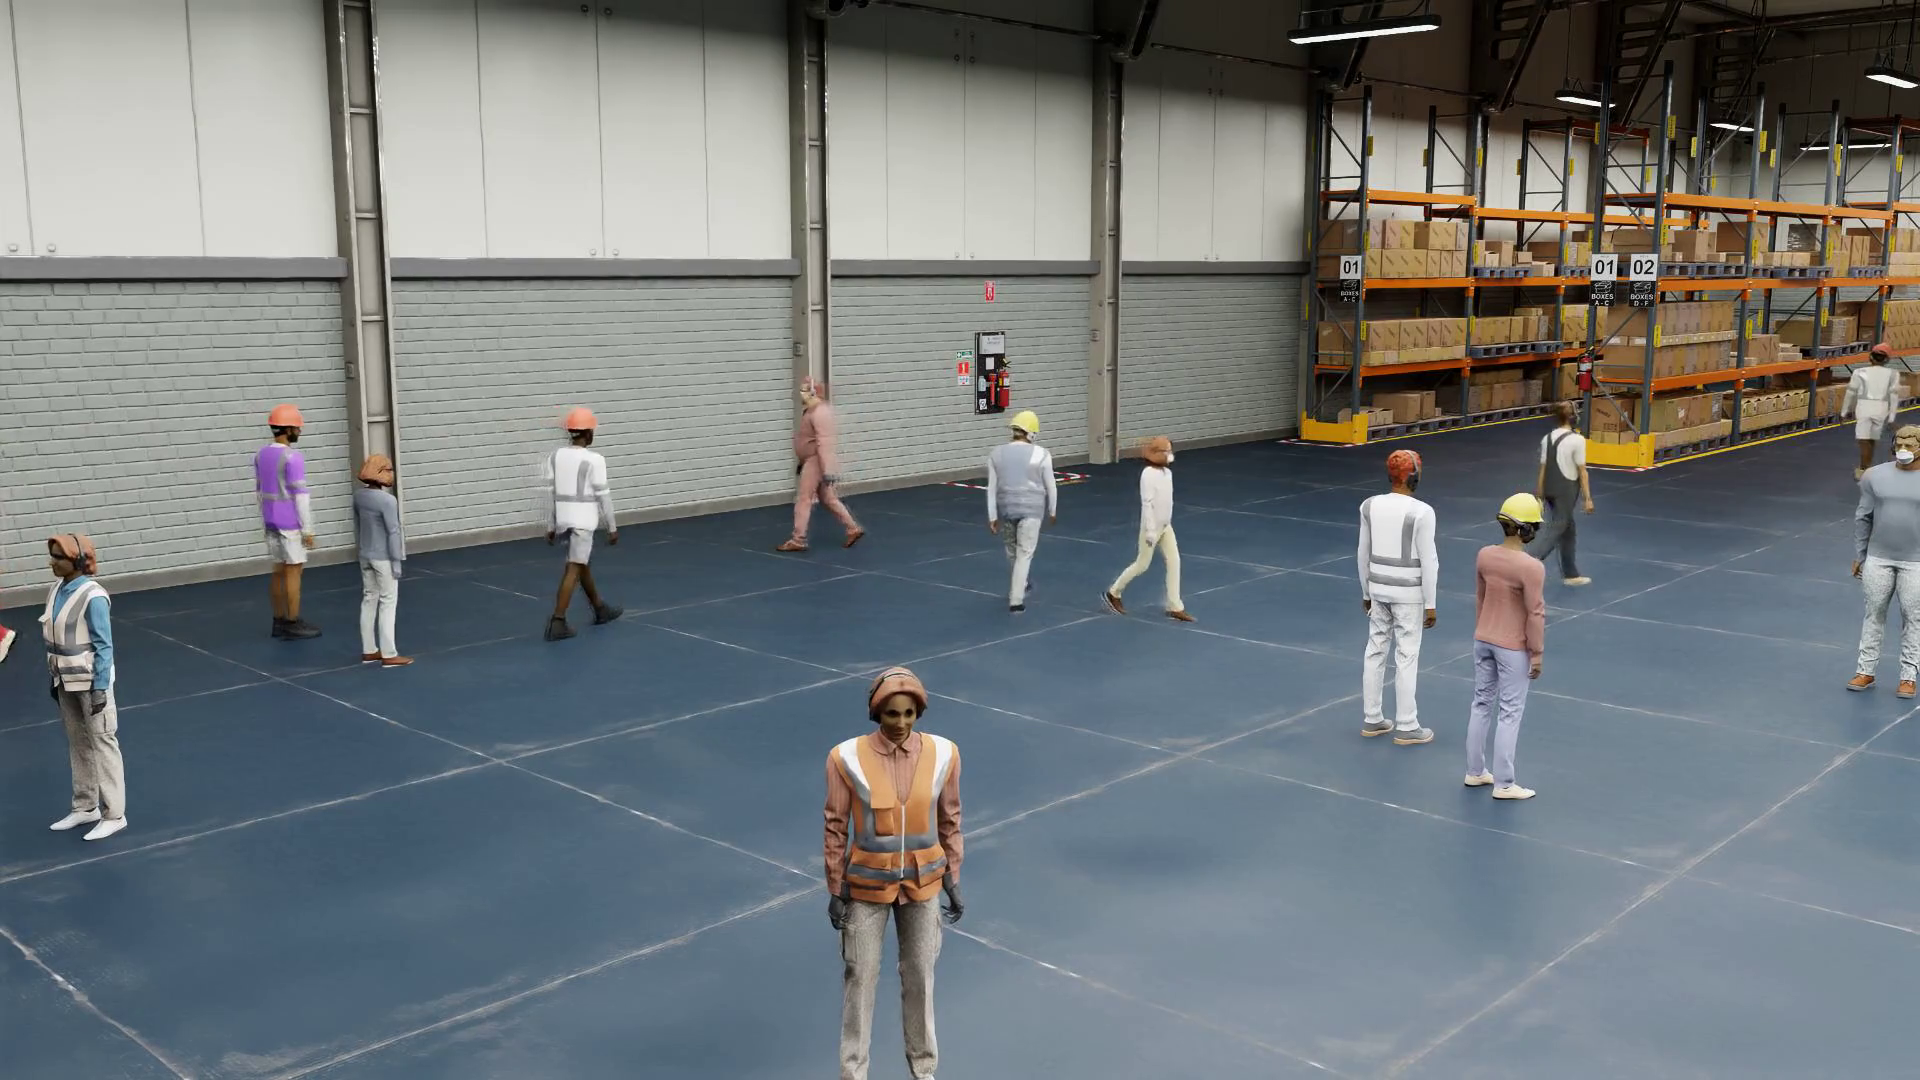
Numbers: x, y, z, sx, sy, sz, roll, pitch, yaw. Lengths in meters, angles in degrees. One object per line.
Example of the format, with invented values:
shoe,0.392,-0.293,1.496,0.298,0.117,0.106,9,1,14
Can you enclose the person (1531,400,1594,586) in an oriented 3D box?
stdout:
person,5.594,-0.413,15.600,0.906,1.813,0.517,-3,10,-17

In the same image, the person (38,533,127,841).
person,-4.677,0.770,8.867,0.514,1.645,0.308,6,11,33

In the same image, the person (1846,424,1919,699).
person,6.654,0.145,11.782,0.631,1.940,0.372,8,13,42

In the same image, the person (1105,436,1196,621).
person,1.648,-0.112,14.362,0.801,1.605,0.503,7,12,36

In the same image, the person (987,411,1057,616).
person,0.571,-0.254,14.748,0.583,1.767,0.920,4,10,24

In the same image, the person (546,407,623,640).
person,-3.136,-0.151,13.777,0.566,1.880,1.008,5,11,30

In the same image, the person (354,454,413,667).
person,-4.413,0.154,12.672,0.496,1.628,0.280,7,12,36

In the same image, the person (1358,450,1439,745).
person,2.801,0.362,10.626,0.355,1.883,0.575,-7,12,-38

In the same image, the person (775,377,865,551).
person,-1.491,-0.812,17.810,0.926,1.873,0.637,0,9,-2

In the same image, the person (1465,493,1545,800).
person,3.153,0.603,9.542,0.343,1.756,0.518,-4,10,-25

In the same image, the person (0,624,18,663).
person,-7.459,0.154,12.333,0.533,1.738,0.796,7,12,38

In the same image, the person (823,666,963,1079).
person,-0.236,1.253,5.940,0.512,1.640,0.309,-3,10,-17

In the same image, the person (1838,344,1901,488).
person,12.614,-1.730,23.084,0.640,1.965,1.064,2,9,10

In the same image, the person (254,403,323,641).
person,-5.480,-0.149,13.587,0.552,1.936,0.373,6,11,34
